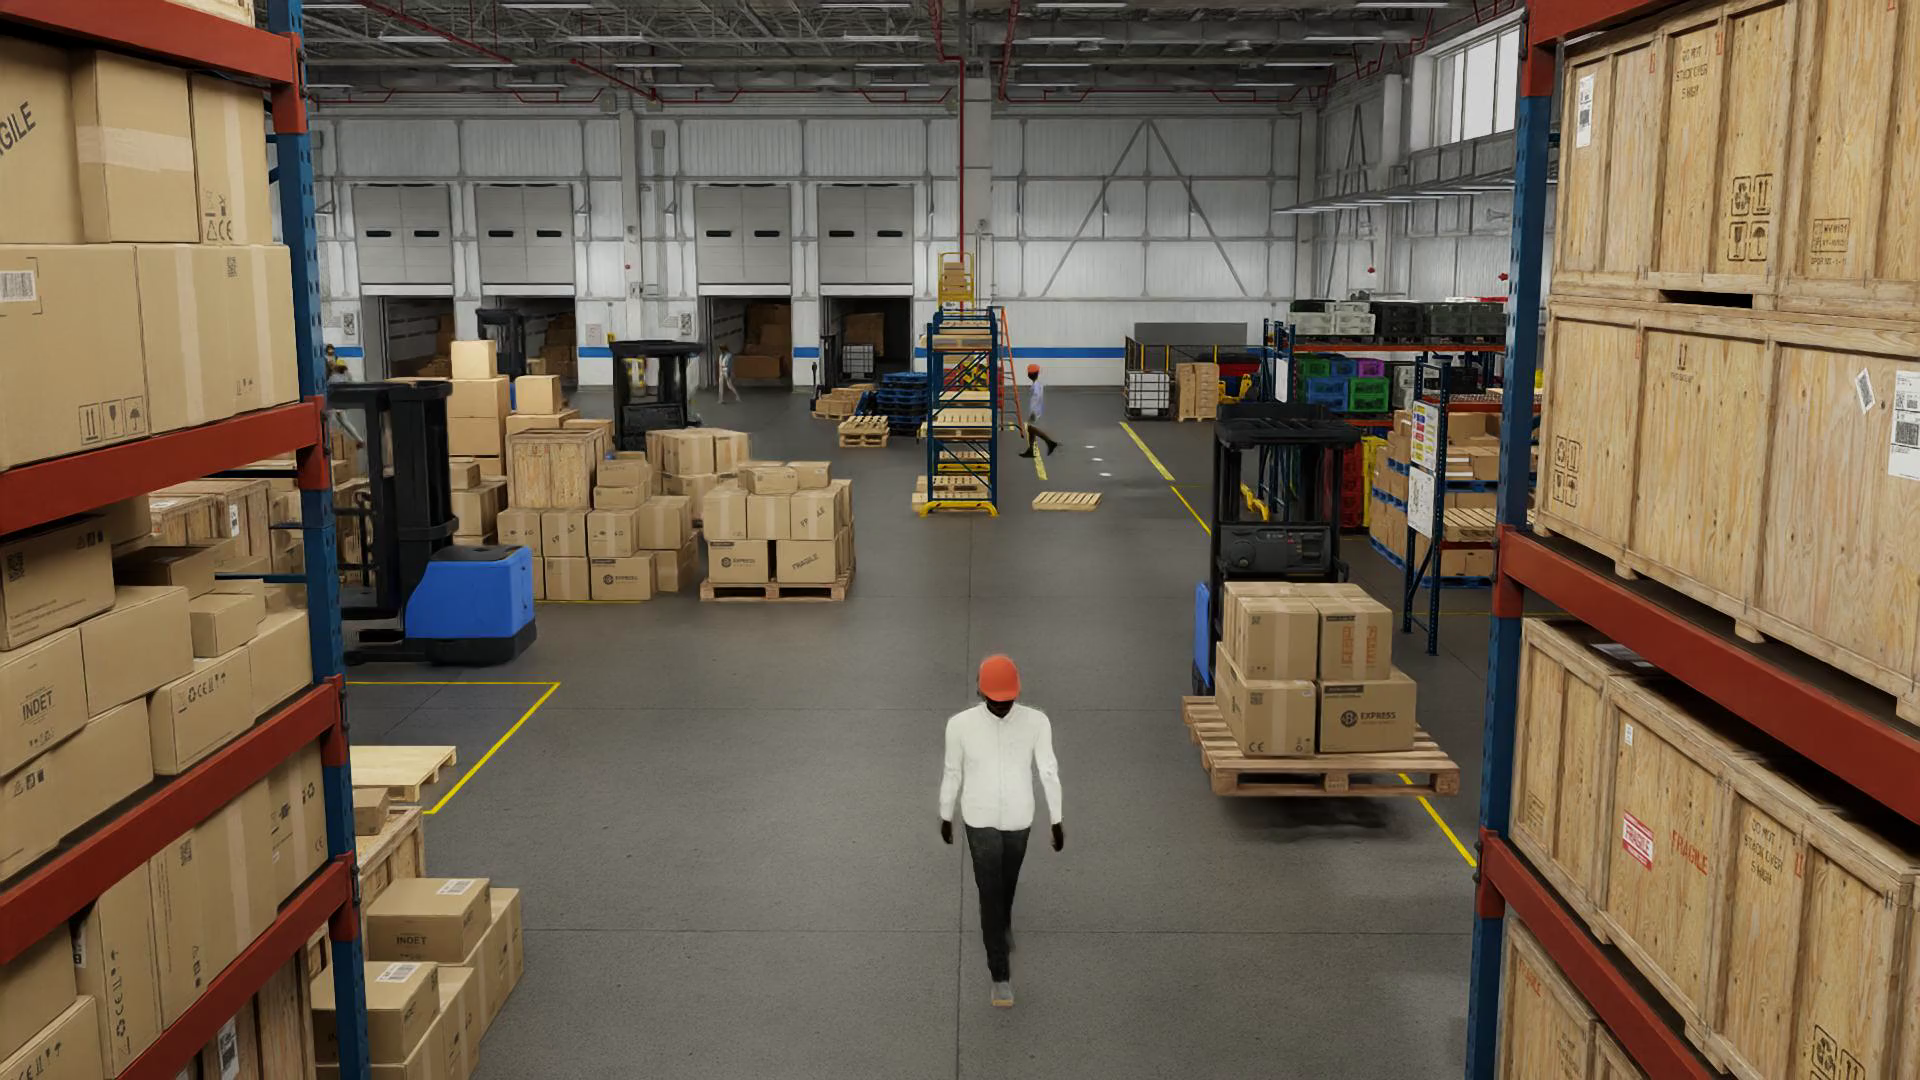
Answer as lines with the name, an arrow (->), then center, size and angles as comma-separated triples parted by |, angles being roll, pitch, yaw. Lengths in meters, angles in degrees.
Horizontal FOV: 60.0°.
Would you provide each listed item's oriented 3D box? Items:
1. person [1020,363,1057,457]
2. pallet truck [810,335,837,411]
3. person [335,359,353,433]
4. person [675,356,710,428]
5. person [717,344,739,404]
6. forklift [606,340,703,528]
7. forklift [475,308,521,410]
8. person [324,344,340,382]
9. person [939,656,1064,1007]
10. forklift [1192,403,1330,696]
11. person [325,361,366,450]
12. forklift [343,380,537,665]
person -> 1.570, -2.607, 33.516 | 0.647, 1.918, 0.567 | -1, 10, -4
pallet truck -> -3.021, -4.312, 43.126 | 1.885, 1.965, 0.823 | 3, 10, 17
person -> -14.053, -3.268, 37.923 | 0.512, 1.697, 0.866 | -6, 11, -29
person -> -6.069, -3.230, 37.153 | 0.927, 1.910, 0.634 | -6, 11, -30
person -> -6.383, -4.545, 45.528 | 0.522, 1.621, 0.623 | 8, 13, 38
forklift -> -4.729, -1.598, 24.923 | 1.129, 2.768, 1.873 | -6, 12, -33
forklift -> -10.763, -4.011, 38.844 | 1.129, 2.768, 1.873 | 0, 10, 1
person -> -15.911, -4.063, 42.246 | 0.535, 1.793, 0.953 | -9, 14, -44
person -> 0.229, 1.556, 9.485 | 0.665, 1.930, 1.068 | -2, 10, -10
forklift -> 2.697, 0.194, 14.585 | 1.129, 2.768, 1.873 | 0, 10, 1
person -> -12.934, -2.770, 34.570 | 1.041, 1.895, 0.639 | -2, 10, -9
forklift -> -5.394, -0.202, 16.866 | 1.873, 2.768, 1.129 | 0, 10, 0
